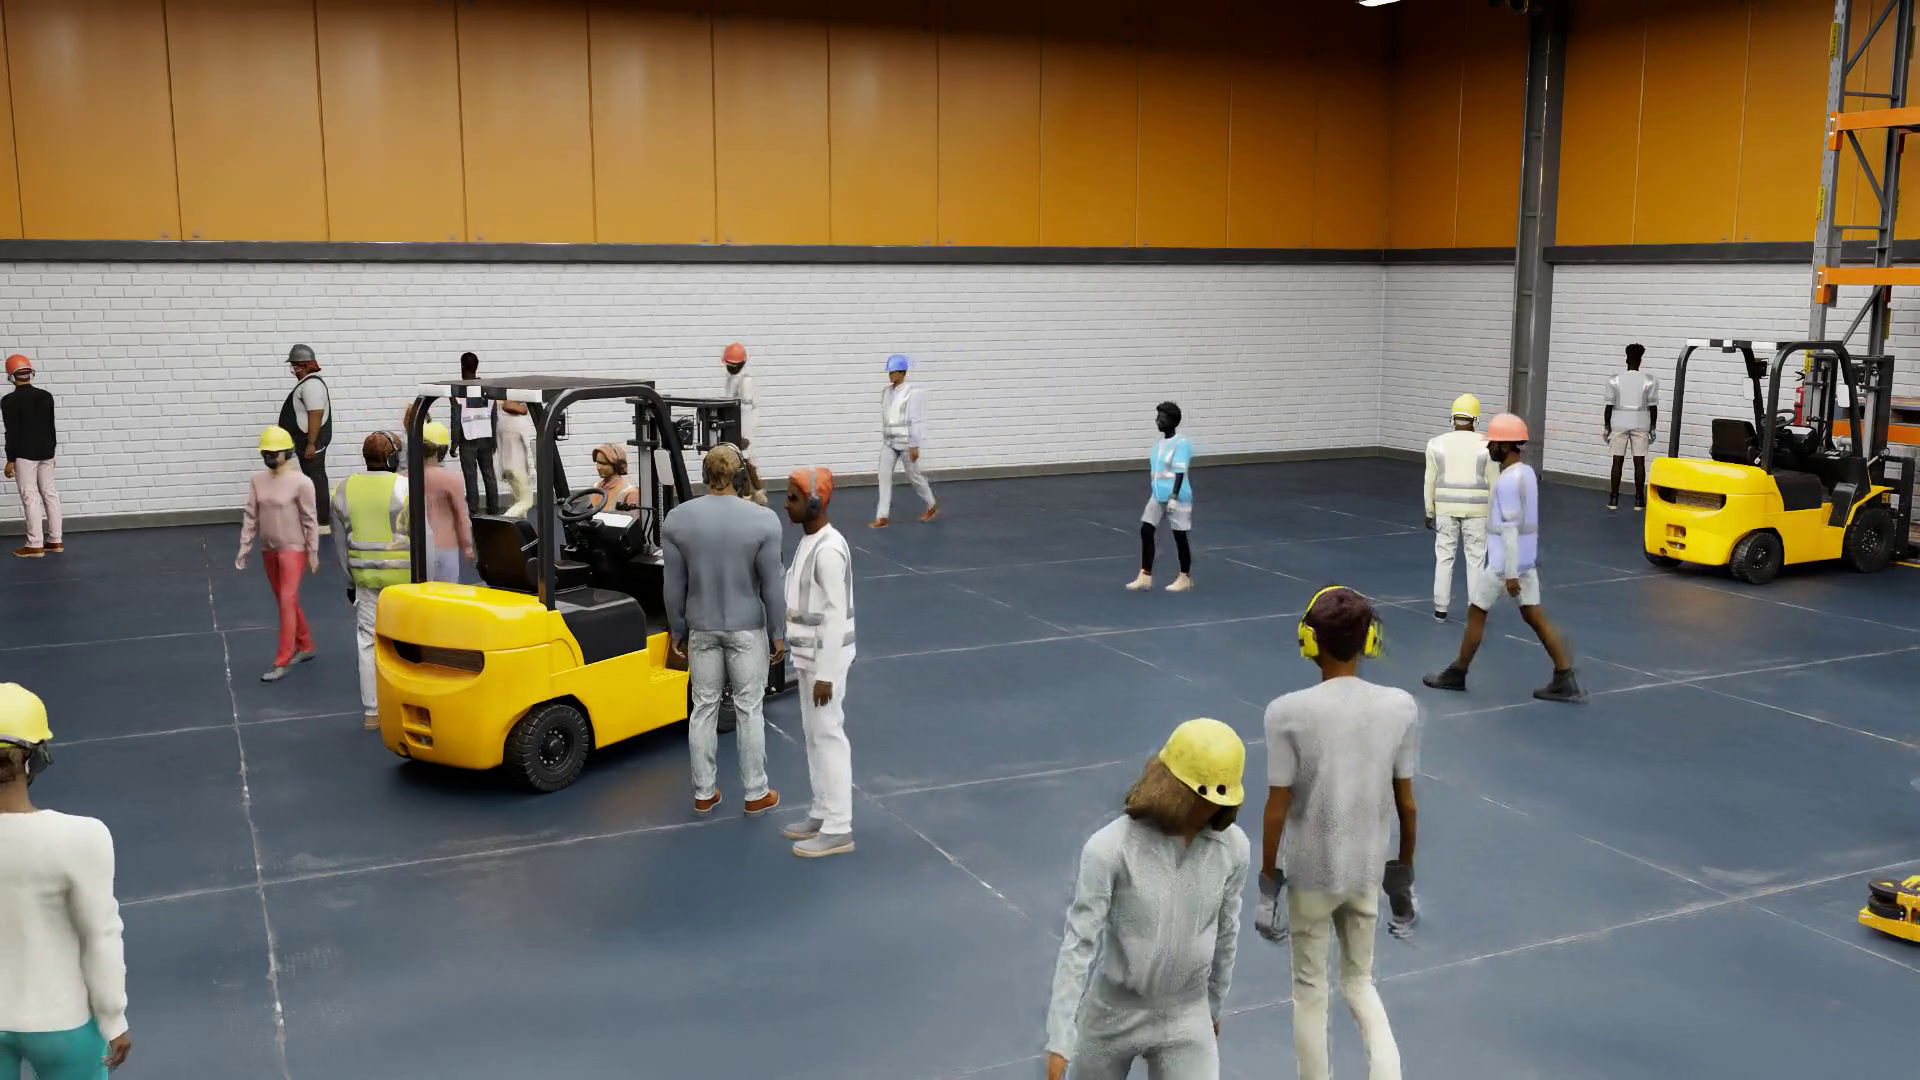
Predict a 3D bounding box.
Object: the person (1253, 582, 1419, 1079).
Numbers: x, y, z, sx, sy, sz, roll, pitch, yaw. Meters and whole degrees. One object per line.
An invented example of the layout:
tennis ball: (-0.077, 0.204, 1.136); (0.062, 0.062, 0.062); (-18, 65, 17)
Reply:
person: (1.169, 1.063, 5.123); (0.520, 1.846, 0.518); (-2, 9, -12)

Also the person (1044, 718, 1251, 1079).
person: (0.459, 1.252, 4.437); (0.602, 1.679, 0.884); (-2, 9, -15)

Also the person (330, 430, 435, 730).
person: (-3.476, 0.251, 10.143); (0.623, 1.844, 0.429); (2, 9, 9)

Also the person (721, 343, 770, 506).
person: (-2.483, -1.298, 19.315); (0.694, 1.991, 0.694); (-5, 10, -26)

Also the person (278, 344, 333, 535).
person: (-6.981, -1.074, 17.748); (0.535, 2.000, 0.685); (-3, 10, -19)

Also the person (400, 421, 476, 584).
person: (-3.688, 0.050, 11.673); (0.537, 1.757, 0.428); (3, 10, 20)

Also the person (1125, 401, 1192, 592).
person: (1.737, -0.354, 14.403); (0.700, 1.671, 0.547); (-5, 11, -30)

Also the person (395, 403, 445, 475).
person: (-4.988, -0.464, 15.281); (0.654, 1.608, 0.508); (6, 11, 32)

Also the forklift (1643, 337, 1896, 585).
forklift: (7.551, -0.789, 15.507); (2.313, 2.155, 1.214); (-4, 10, -25)

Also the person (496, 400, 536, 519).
person: (-4.501, -0.698, 16.725); (0.509, 1.609, 0.620); (7, 11, 36)

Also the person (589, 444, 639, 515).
person: (-2.371, 0.156, 11.390); (0.324, 1.635, 0.522); (-9, 13, -44)

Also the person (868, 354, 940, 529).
person: (-0.599, -1.092, 18.283); (0.618, 1.915, 0.940); (8, 12, 42)

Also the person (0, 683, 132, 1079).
person: (-2.438, 1.240, 4.303); (0.535, 1.749, 0.678); (-1, 9, -6)

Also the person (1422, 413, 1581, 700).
person: (3.622, 0.114, 10.888); (1.006, 1.893, 0.552); (7, 11, 35)

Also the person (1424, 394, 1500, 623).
person: (3.990, -0.241, 13.218); (0.588, 1.835, 0.403); (4, 10, 23)

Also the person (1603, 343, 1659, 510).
person: (7.882, -1.329, 19.558); (0.602, 1.966, 0.368); (4, 10, 23)

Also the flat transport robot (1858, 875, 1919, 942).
flat transport robot: (4.519, 1.587, 6.714); (0.652, 0.197, 1.431); (-8, 12, -41)

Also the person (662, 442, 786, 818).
person: (-1.193, 0.464, 8.518); (0.637, 1.938, 0.357); (1, 9, 9)

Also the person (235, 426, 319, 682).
person: (-4.745, 0.073, 11.598); (0.530, 1.752, 0.613); (4, 10, 21)

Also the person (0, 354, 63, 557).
person: (-9.157, -0.827, 16.365); (0.391, 1.991, 0.613); (2, 9, 14)

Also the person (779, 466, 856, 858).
person: (-0.681, 0.577, 7.991); (0.348, 1.882, 0.584); (-2, 9, -15)

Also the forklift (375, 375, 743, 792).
forklift: (-2.268, 0.149, 9.685); (1.214, 2.155, 2.313); (6, 11, 32)

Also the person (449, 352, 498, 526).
person: (-5.339, -1.103, 18.307); (0.389, 1.918, 0.590); (8, 12, 41)
